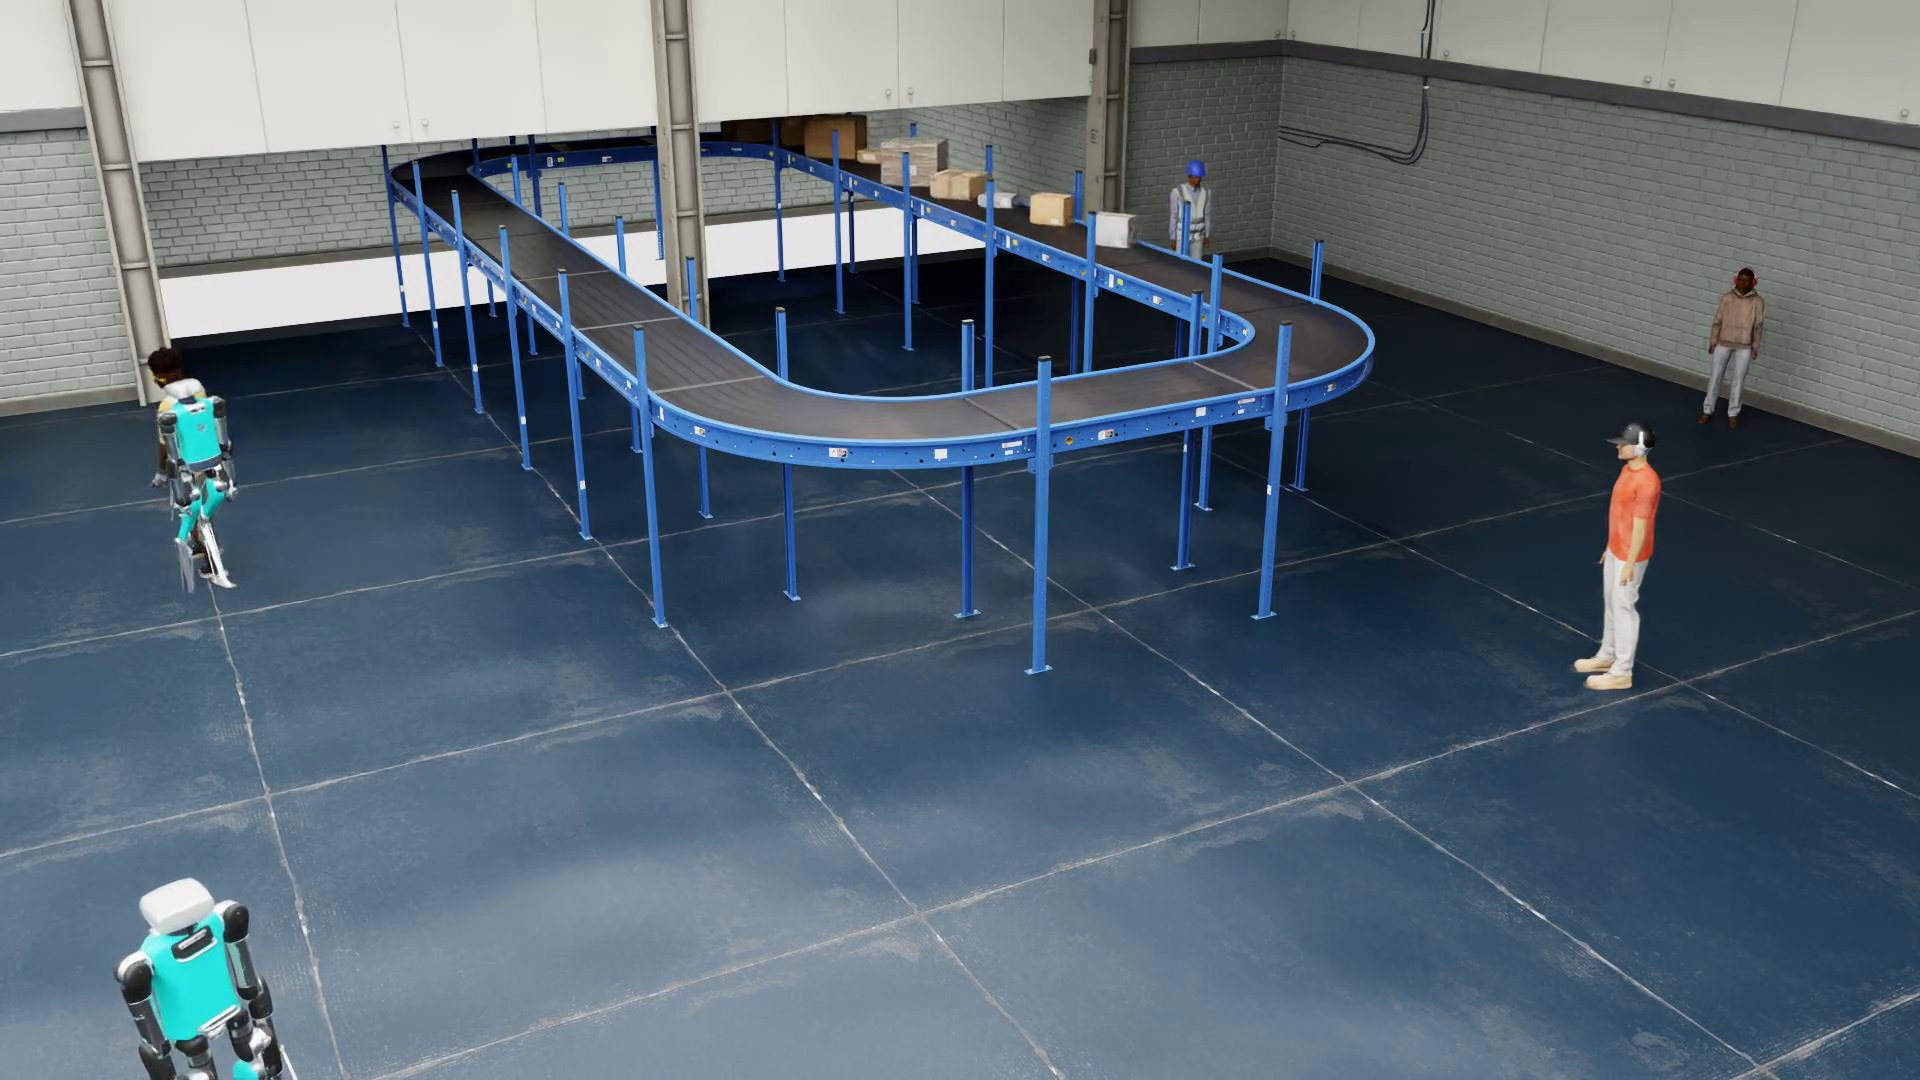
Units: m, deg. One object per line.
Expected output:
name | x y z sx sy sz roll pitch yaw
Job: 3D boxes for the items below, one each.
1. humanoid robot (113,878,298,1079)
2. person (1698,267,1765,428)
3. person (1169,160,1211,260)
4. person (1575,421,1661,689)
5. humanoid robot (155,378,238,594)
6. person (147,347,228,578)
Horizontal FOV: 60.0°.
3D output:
humanoid robot | -2.697 2.222 6.479 0.905 1.801 0.550 13 26 30
person | 7.859 -1.965 16.884 0.470 1.651 0.314 11 25 26
person | 2.942 -3.891 21.282 0.595 1.939 0.420 -8 24 -20
person | 4.547 0.098 11.466 0.412 1.907 0.477 2 22 4
humanoid robot | -5.987 -0.380 12.975 0.660 1.880 0.550 15 26 32
person | -6.190 -0.627 13.280 0.597 1.879 0.643 0 22 1
